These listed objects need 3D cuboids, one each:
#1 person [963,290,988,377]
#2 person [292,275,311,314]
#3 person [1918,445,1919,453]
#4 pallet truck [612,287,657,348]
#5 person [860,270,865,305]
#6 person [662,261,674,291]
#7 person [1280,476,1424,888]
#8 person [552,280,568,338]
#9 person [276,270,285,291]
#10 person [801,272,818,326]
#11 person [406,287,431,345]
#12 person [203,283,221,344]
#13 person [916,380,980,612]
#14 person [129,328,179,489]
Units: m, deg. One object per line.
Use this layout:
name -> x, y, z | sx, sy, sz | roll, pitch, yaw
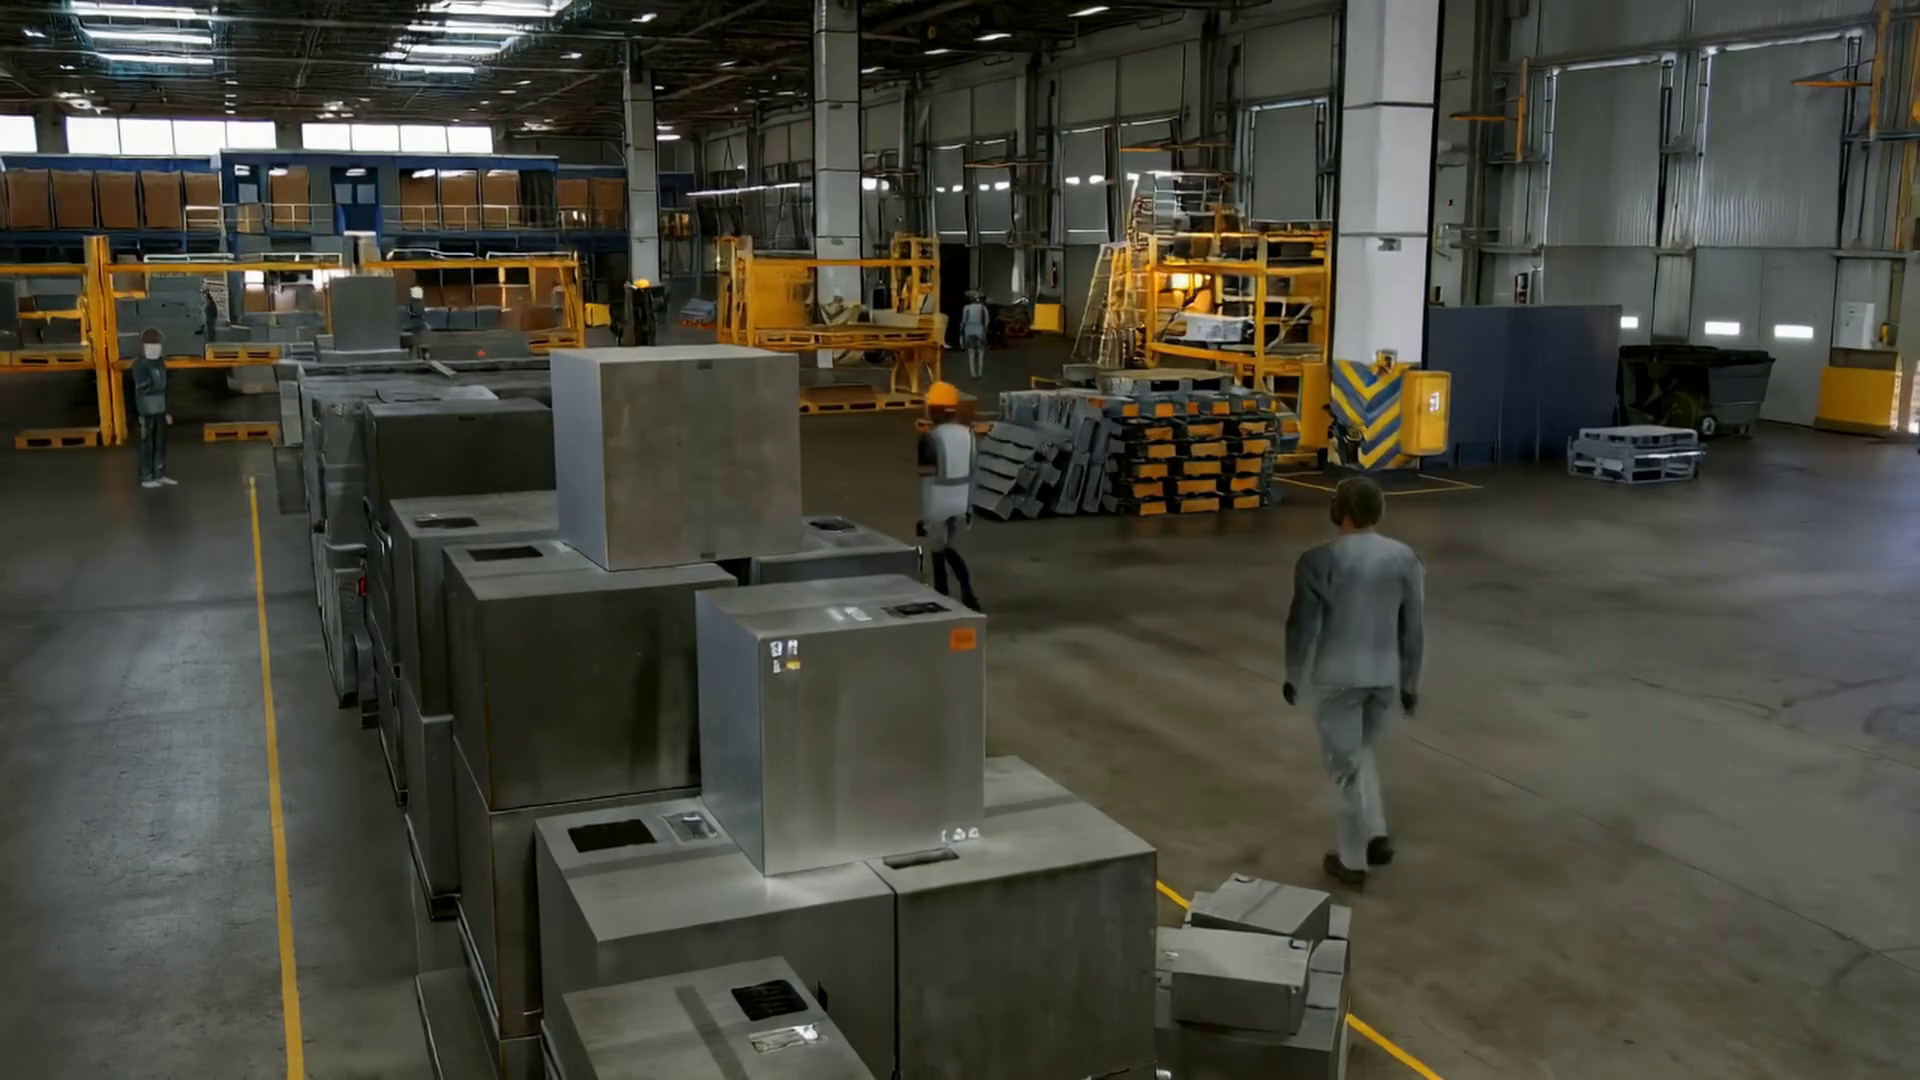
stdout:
person -> 0.337, -4.514, 36.316 | 0.566, 1.896, 0.983 | 1, 10, 6
person -> -19.593, -6.949, 49.684 | 0.914, 1.910, 0.640 | 2, 11, 13
person -> 10.483, -1.012, 17.552 | 0.557, 1.671, 0.656 | -2, 11, -12
pallet truck -> -6.464, -4.406, 35.401 | 0.823, 1.965, 1.885 | 6, 12, 32
person -> -3.774, -9.075, 61.458 | 0.586, 1.887, 0.896 | -5, 12, -28
person -> -13.039, -11.419, 74.093 | 0.612, 1.986, 0.407 | 0, 10, -3
person -> 1.806, 0.657, 7.738 | 0.623, 1.916, 0.496 | -4, 11, -21
person -> -12.108, -6.977, 50.297 | 0.505, 1.729, 0.434 | 4, 11, 20
person -> -23.890, -8.529, 58.447 | 0.356, 1.882, 0.574 | -2, 11, -13
person -> -4.651, -7.426, 52.208 | 0.628, 1.930, 0.439 | 2, 11, 12
person -> -13.167, -5.242, 40.503 | 0.563, 1.822, 0.642 | -9, 14, -42
person -> -20.719, -6.206, 45.925 | 1.002, 1.788, 0.518 | 10, 14, 43
person -> -0.116, -0.251, 12.692 | 0.563, 1.927, 0.423 | -9, 14, -42
person -> -9.716, -1.584, 20.047 | 0.380, 1.924, 0.593 | 1, 10, 7
